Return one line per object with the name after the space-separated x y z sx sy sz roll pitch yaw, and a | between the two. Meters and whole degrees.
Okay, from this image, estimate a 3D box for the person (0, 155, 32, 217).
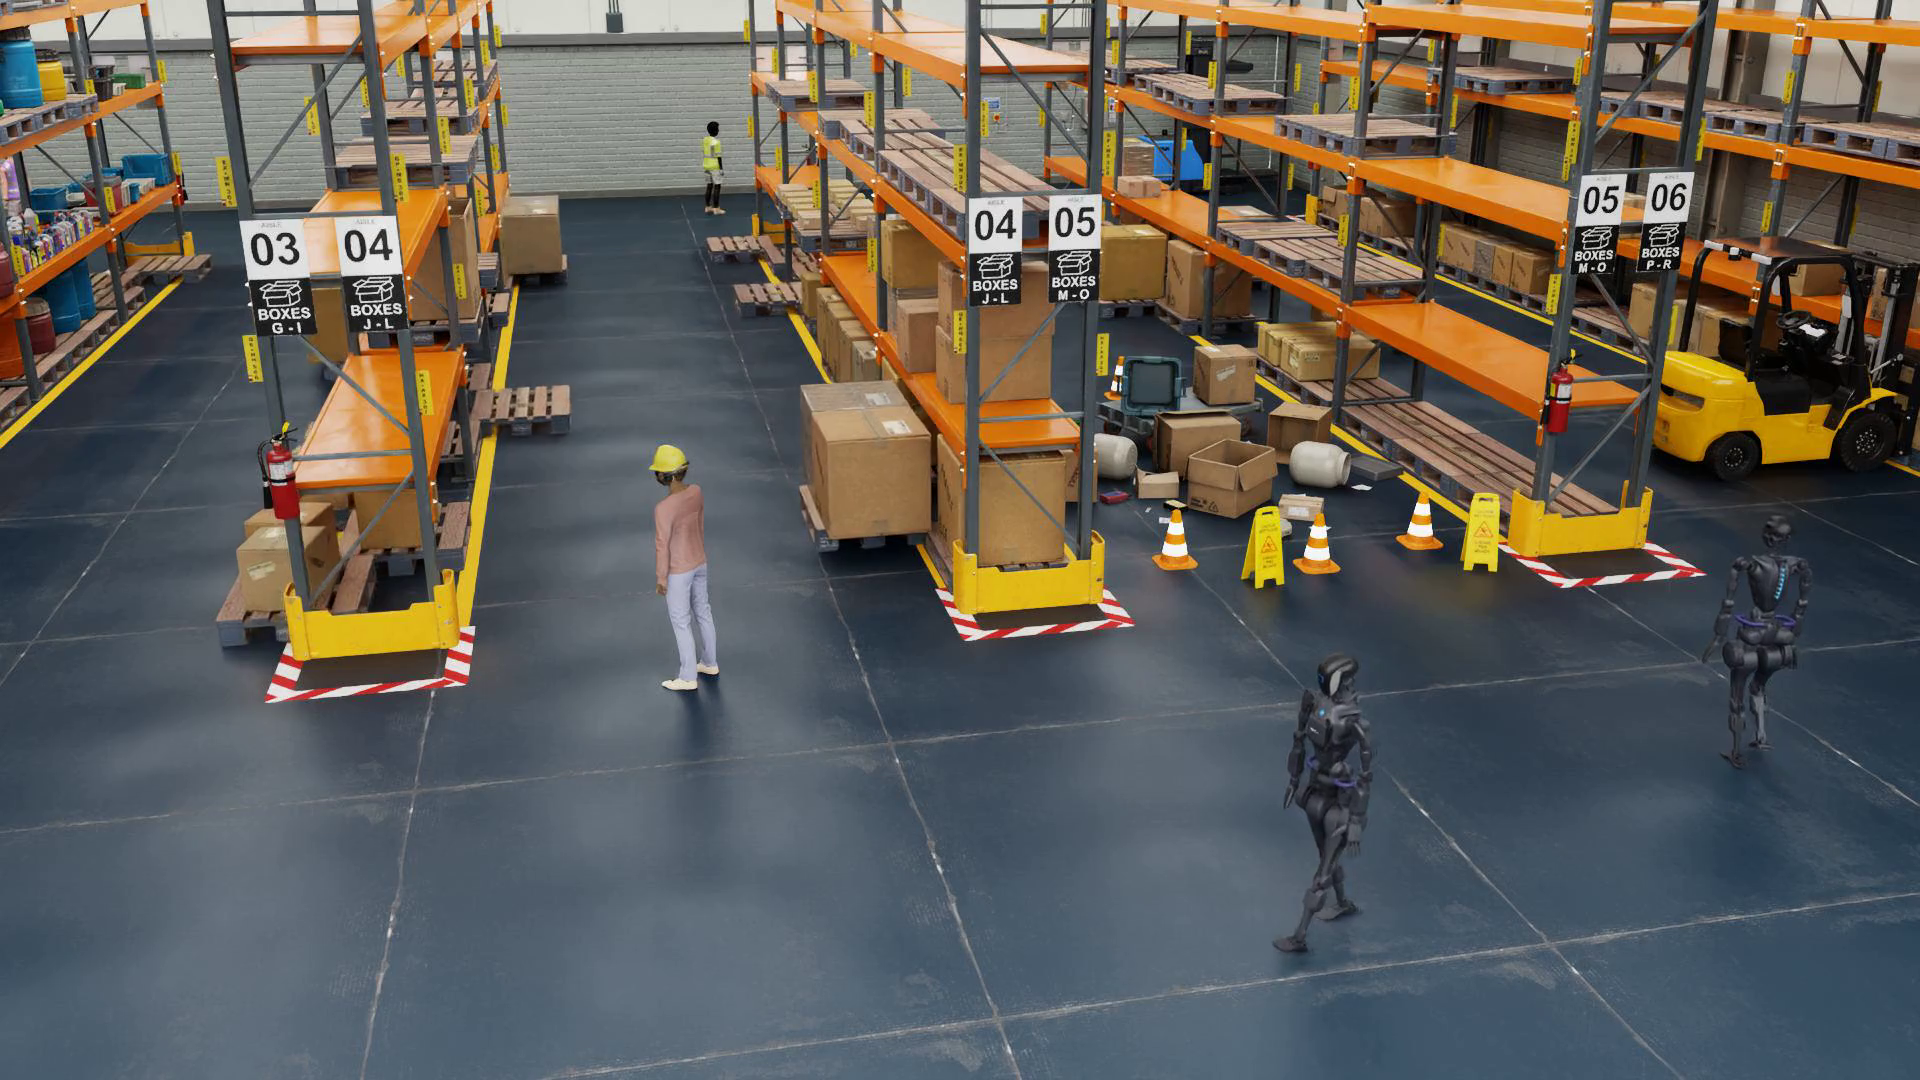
-15.370 -5.564 27.149 0.346 1.688 0.489 11 23 28 | person

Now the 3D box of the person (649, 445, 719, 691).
-1.952 0.187 11.565 0.343 1.761 0.522 9 22 24 | person

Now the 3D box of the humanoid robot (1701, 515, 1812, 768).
5.017 0.635 10.478 0.598 1.647 0.350 -1 20 -4 | humanoid robot

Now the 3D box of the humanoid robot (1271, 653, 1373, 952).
1.878 1.339 8.620 0.754 1.625 0.600 -12 23 -29 | humanoid robot

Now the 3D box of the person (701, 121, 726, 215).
-4.532 -6.830 30.559 0.319 1.685 0.537 -19 27 -41 | person

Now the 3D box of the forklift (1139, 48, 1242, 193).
4.566 -8.313 32.860 1.873 2.768 1.129 -4 21 -12 | forklift

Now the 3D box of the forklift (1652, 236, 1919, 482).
8.013 -1.814 16.330 2.313 2.155 1.214 -4 21 -12 | forklift
